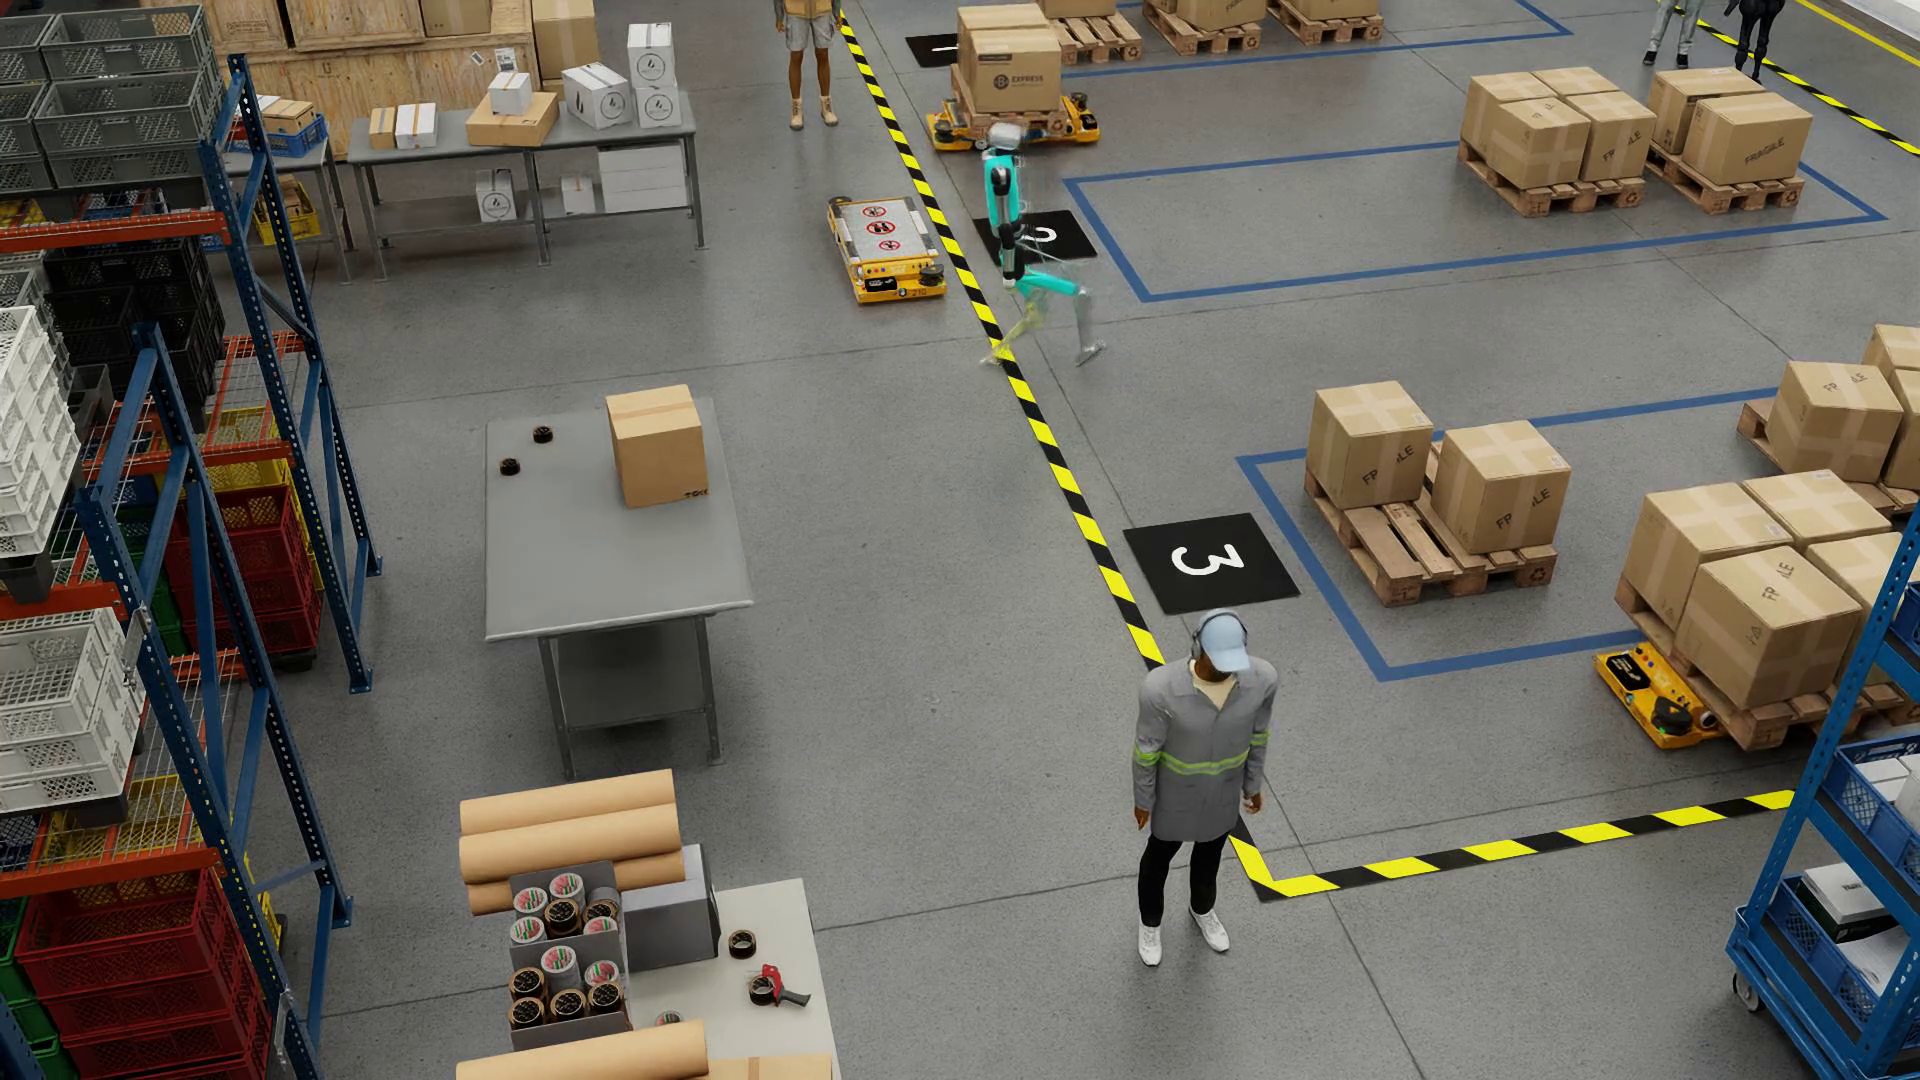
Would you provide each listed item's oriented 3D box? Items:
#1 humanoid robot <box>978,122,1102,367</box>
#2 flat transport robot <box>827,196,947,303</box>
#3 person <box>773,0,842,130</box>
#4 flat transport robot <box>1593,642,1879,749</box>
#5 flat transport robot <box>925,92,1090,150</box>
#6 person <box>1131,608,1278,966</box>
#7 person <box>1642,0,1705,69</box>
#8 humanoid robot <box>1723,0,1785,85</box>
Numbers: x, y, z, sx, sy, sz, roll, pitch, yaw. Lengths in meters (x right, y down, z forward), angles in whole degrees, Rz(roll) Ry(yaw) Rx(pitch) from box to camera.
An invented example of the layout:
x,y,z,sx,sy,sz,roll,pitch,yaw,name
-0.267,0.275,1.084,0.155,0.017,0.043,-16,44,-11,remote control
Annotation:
x,y,z,sx,sy,sz,roll,pitch,yaw,name
0.595,-1.864,10.877,1.024,1.783,0.531,-1,37,-1,humanoid robot
-0.570,-2.220,12.538,0.659,0.231,1.431,-8,37,-10,flat transport robot
-1.285,-4.513,14.135,0.607,2.043,0.369,-8,37,-11,person
4.112,0.689,8.605,1.431,0.197,0.652,-8,37,-10,flat transport robot
0.452,-3.639,14.421,1.431,0.197,0.652,-5,37,-7,flat transport robot
0.988,1.021,6.855,0.587,1.853,0.376,-8,37,-10,person
6.759,-5.274,15.338,0.590,1.825,0.404,12,38,16,person
7.205,-4.902,14.952,0.599,1.654,0.315,-13,39,-17,humanoid robot
